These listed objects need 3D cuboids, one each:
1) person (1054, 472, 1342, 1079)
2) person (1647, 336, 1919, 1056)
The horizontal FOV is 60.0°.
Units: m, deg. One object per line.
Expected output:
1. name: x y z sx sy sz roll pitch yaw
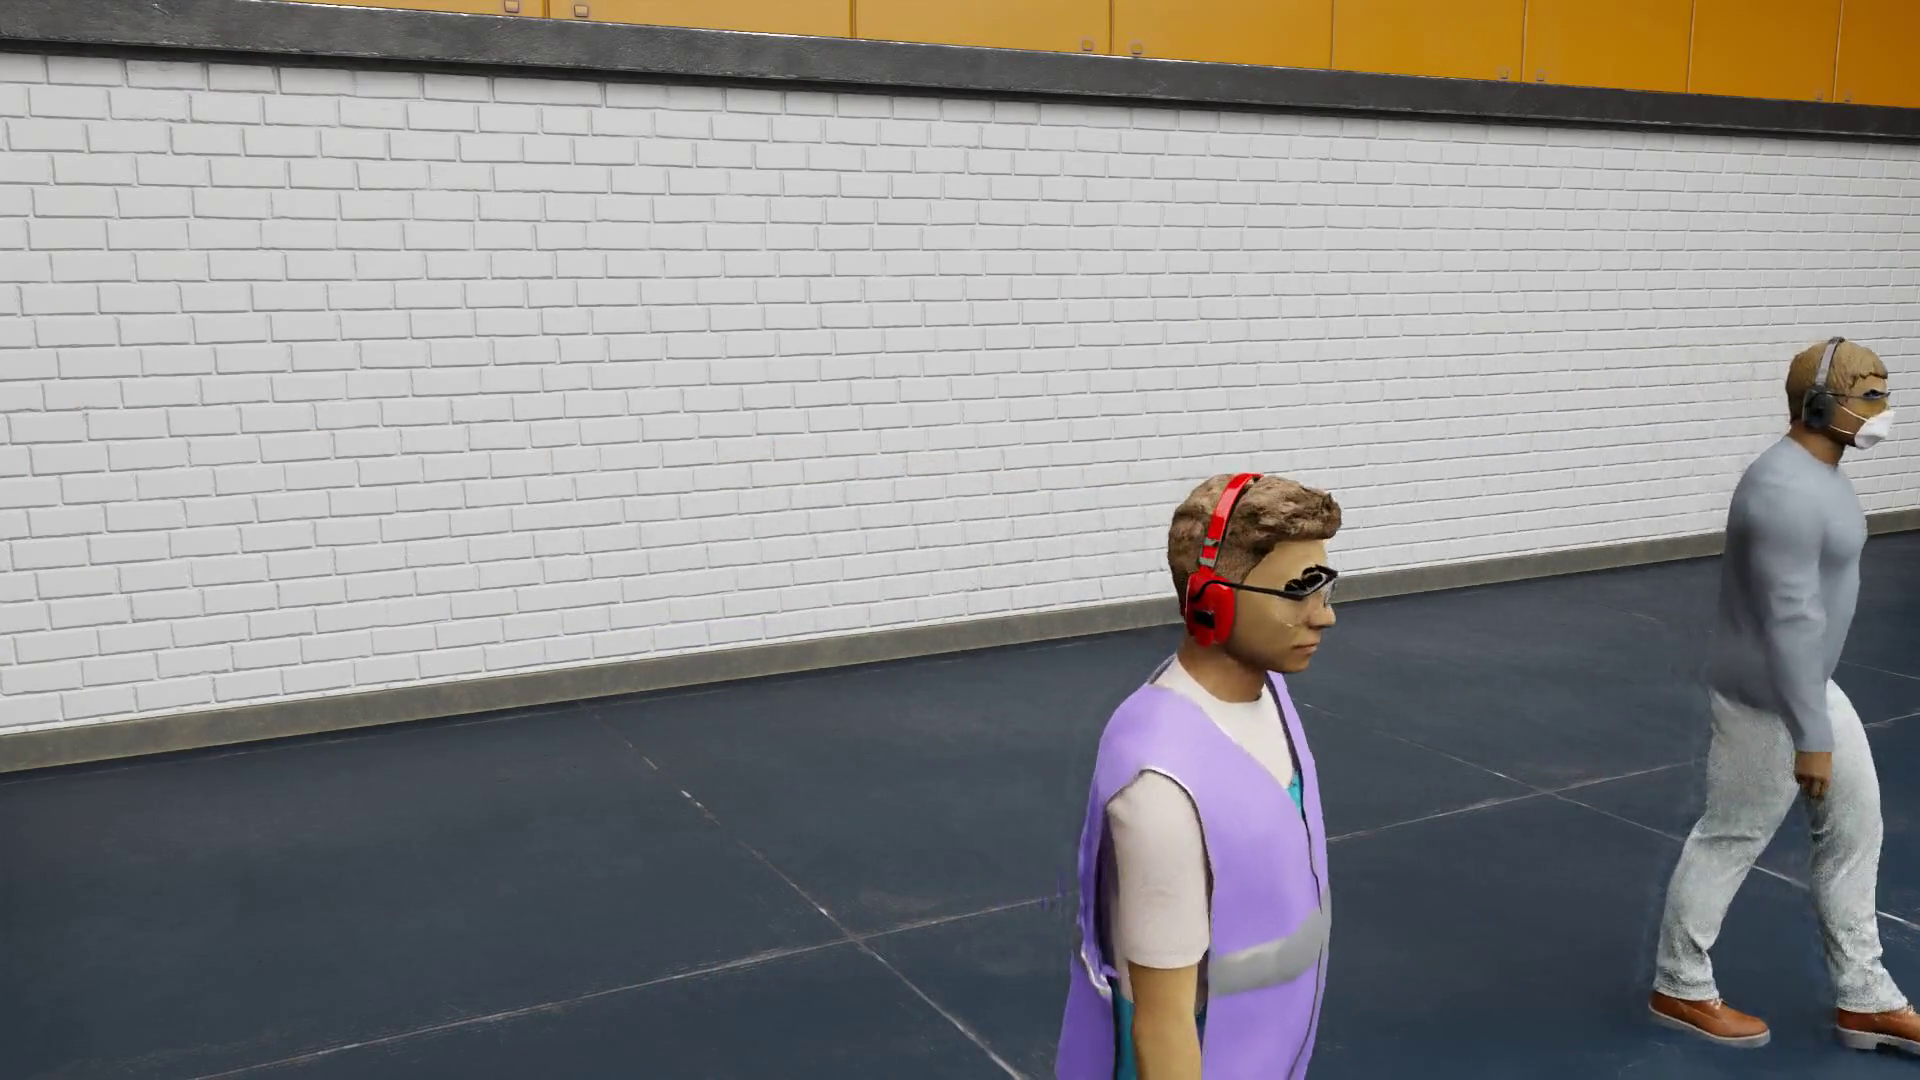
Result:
1. person: 0.364 0.806 2.393 0.431 1.830 0.604 4 11 23
2. person: 2.264 0.441 4.294 0.882 1.903 0.657 7 12 35
